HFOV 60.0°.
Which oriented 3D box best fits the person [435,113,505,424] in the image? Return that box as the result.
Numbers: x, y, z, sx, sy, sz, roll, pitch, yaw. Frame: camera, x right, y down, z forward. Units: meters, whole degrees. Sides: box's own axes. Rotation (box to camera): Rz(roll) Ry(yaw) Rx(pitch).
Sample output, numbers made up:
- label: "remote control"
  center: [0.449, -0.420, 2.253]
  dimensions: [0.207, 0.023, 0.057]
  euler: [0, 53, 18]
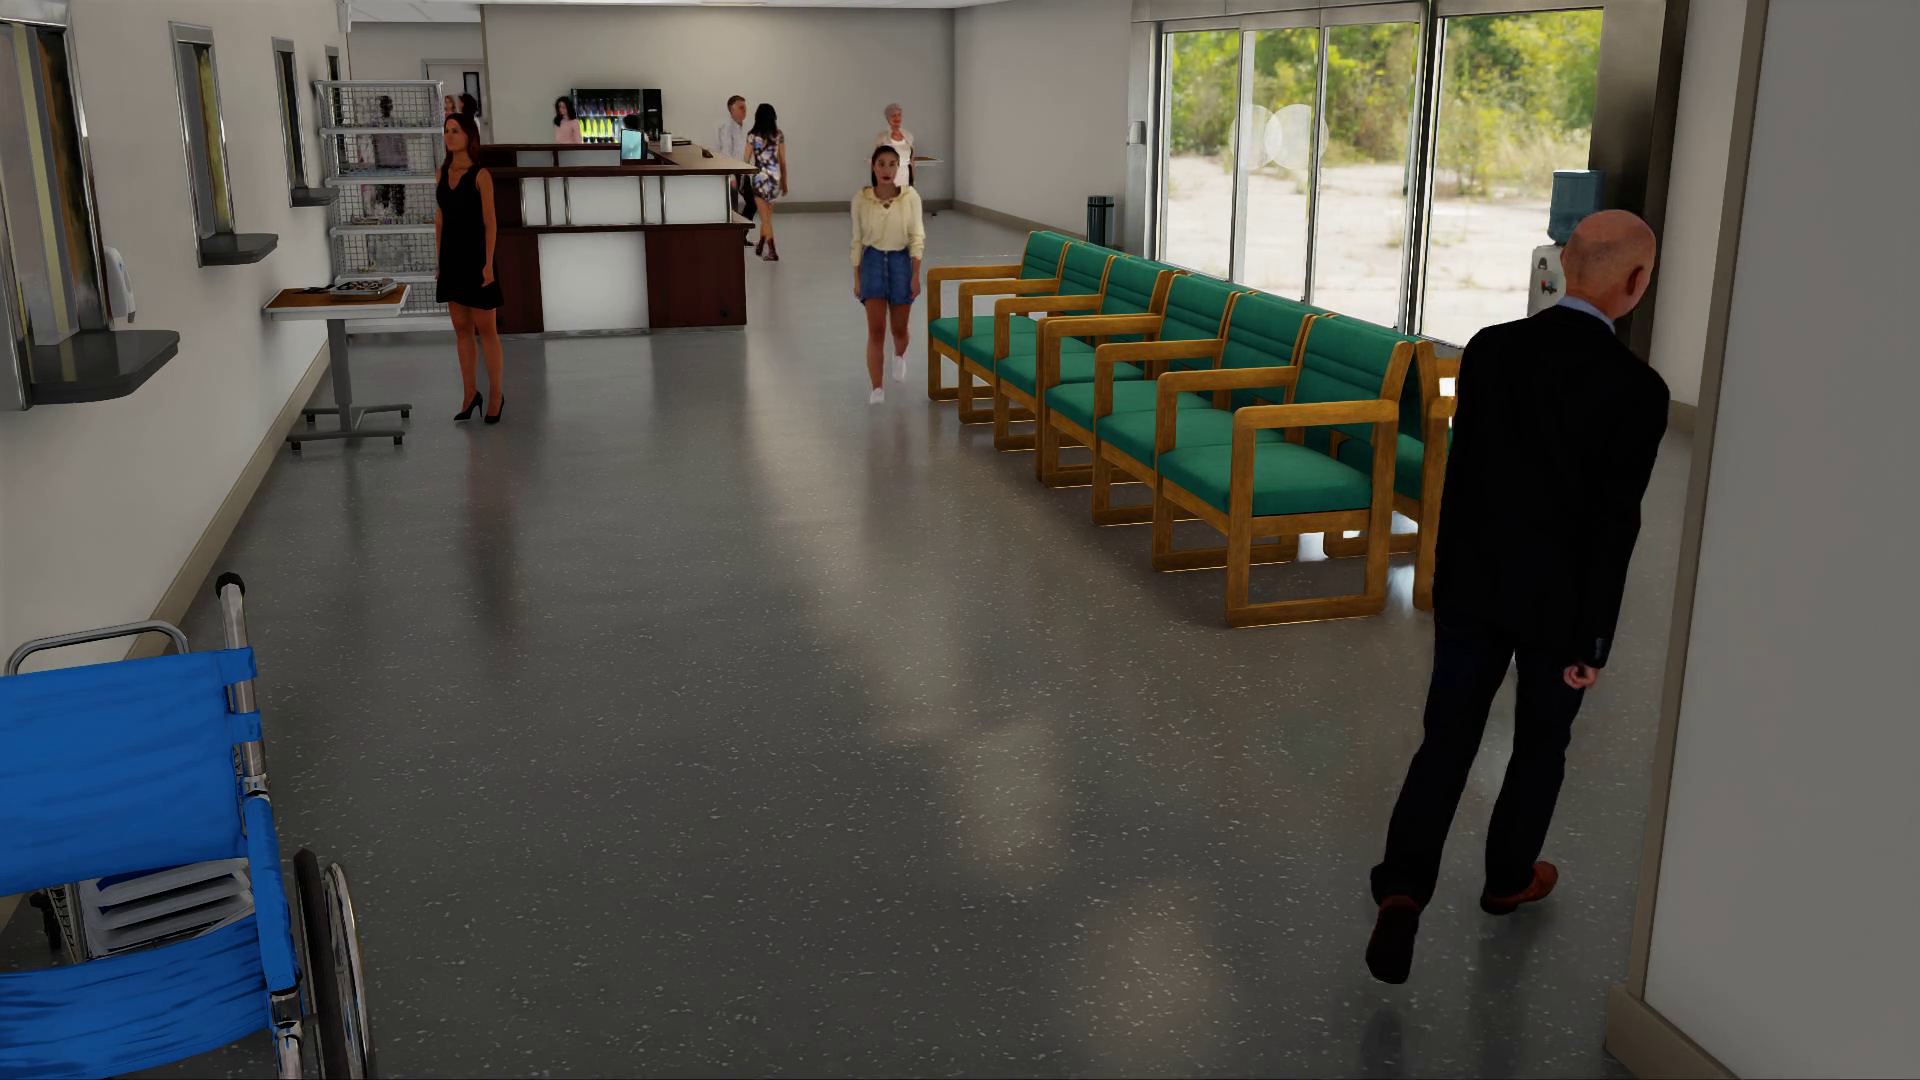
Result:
- label: "person"
  center: [-2.945, -1.617, 9.995]
  dimensions: [0.640, 1.834, 0.723]
  euler: [6, 17, 21]

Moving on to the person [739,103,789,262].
- label: "person"
  center: [-2.122, -3.926, 18.439]
  dimensions: [1.058, 1.696, 0.858]
  euler: [-9, 18, -29]

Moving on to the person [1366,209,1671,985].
- label: "person"
  center: [1.241, 0.169, 3.794]
  dimensions: [1.115, 1.760, 1.252]
  euler: [11, 19, 33]

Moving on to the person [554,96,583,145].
- label: "person"
  center: [-5.132, -4.999, 22.229]
  dimensions: [1.078, 1.704, 1.287]
  euler: [15, 22, 43]

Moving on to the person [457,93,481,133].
- label: "person"
  center: [-6.012, -4.663, 20.894]
  dimensions: [1.139, 1.781, 0.769]
  euler: [-1, 16, -4]

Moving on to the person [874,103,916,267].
- label: "person"
  center: [-0.712, -3.761, 17.773]
  dimensions: [0.662, 1.739, 0.749]
  euler: [-7, 17, -22]

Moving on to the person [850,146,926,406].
- label: "person"
  center: [-0.461, -1.691, 10.668]
  dimensions: [1.015, 1.610, 0.842]
  euler: [-1, 16, -2]

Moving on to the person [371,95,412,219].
- label: "person"
  center: [-7.506, -4.947, 21.942]
  dimensions: [0.830, 1.760, 0.787]
  euler: [-1, 16, -2]

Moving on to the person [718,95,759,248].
- label: "person"
  center: [-2.718, -4.298, 19.567]
  dimensions: [0.888, 1.800, 0.844]
  euler: [7, 17, 23]

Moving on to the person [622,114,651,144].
- label: "person"
  center: [-4.168, -4.804, 21.879]
  dimensions: [0.818, 1.519, 0.824]
  euler: [-11, 19, -34]
